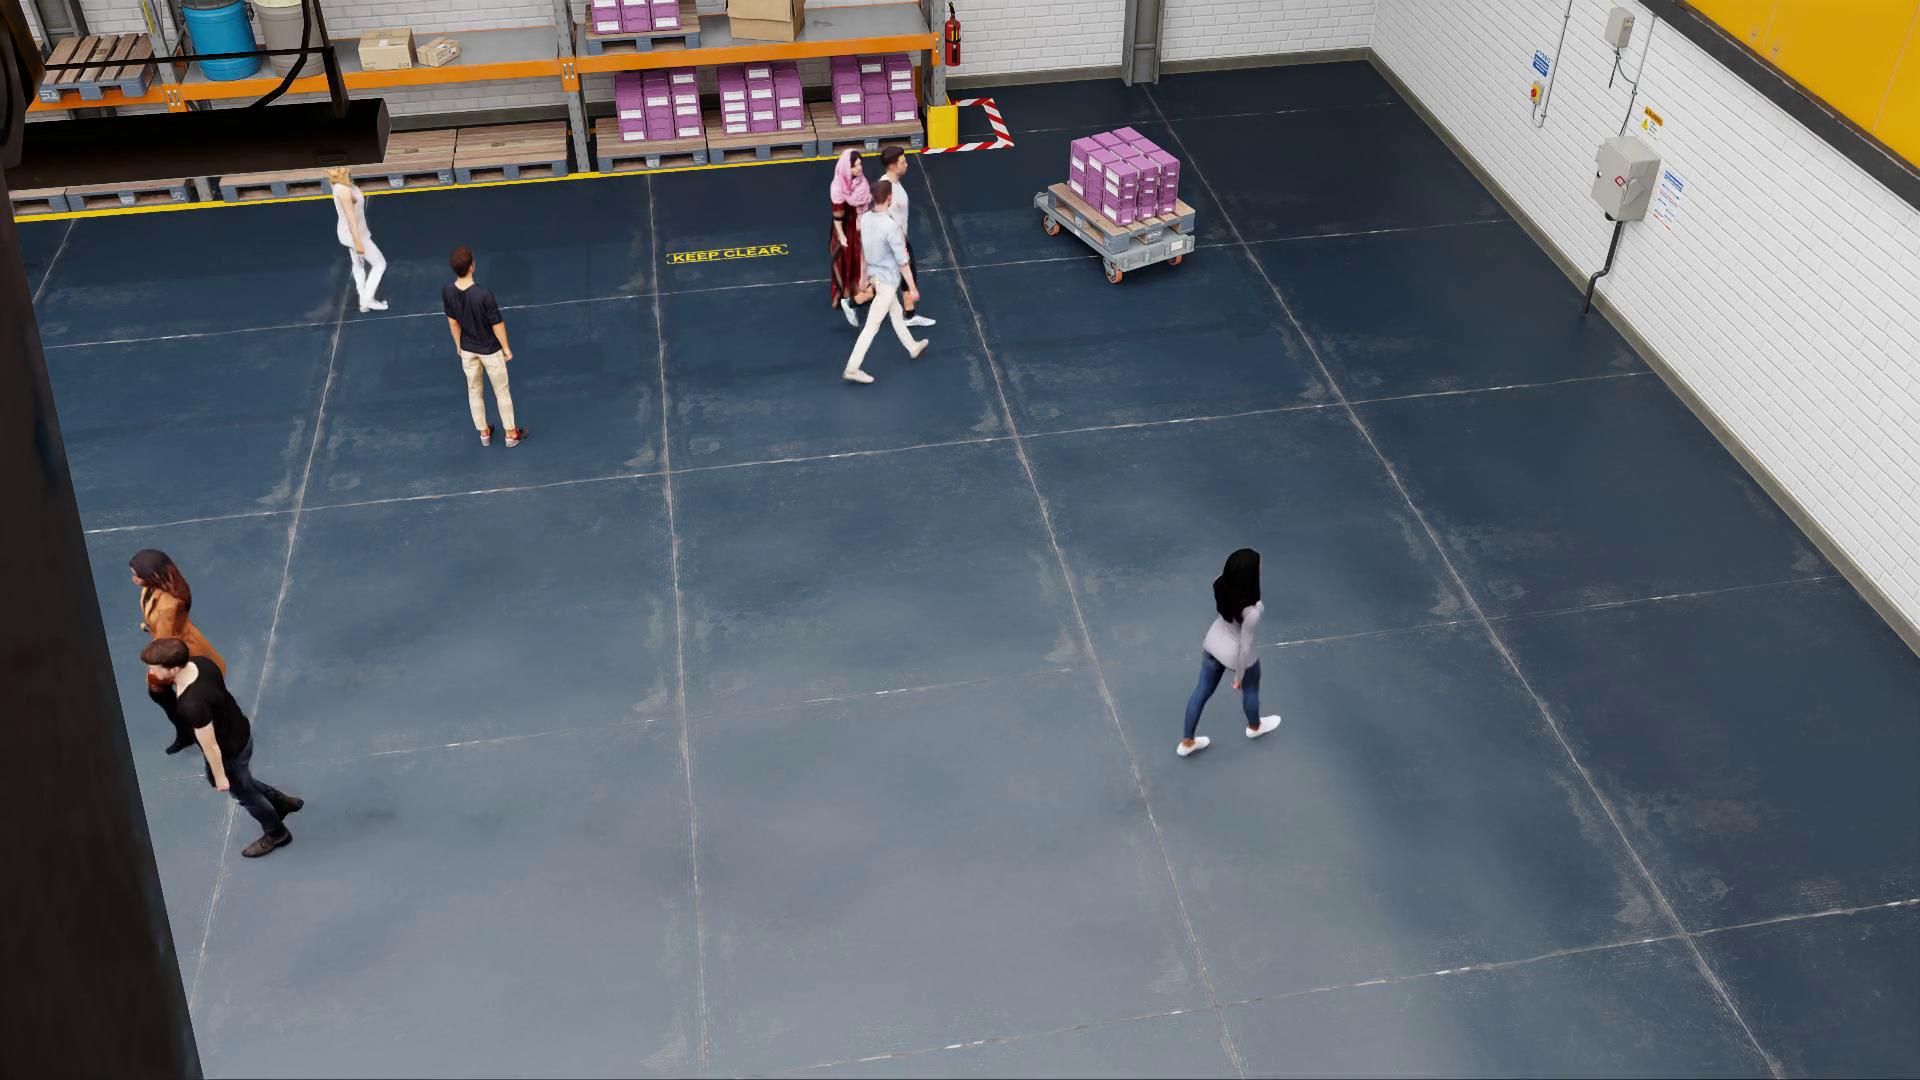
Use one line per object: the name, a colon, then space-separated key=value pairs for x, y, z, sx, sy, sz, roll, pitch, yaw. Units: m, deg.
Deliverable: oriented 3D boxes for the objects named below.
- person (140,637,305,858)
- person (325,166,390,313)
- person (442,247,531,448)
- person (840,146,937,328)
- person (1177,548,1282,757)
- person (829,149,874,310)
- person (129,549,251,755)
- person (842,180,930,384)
person: x=-4.443 y=1.237 z=10.265 sx=0.847 sy=1.870 sz=0.785 roll=-12 pitch=40 yaw=-15
person: x=-5.739 y=-2.859 z=15.560 sx=0.685 sy=1.662 sz=0.698 roll=-19 pitch=42 yaw=-22
person: x=-3.978 y=-1.593 z=13.816 sx=0.584 sy=1.860 sz=0.754 roll=6 pitch=39 yaw=8
person: x=-0.691 y=-2.721 z=15.256 sx=1.173 sy=1.826 sz=0.814 roll=1 pitch=39 yaw=2
person: x=1.684 y=0.792 z=10.955 sx=1.096 sy=1.703 sz=0.865 roll=-22 pitch=44 yaw=-25
person: x=-1.034 y=-2.934 z=15.675 sx=0.844 sy=1.637 sz=0.749 roll=29 pitch=47 yaw=31
person: x=-5.045 y=0.729 z=11.035 sx=0.935 sy=1.702 sz=0.864 roll=-28 pitch=46 yaw=-30
person: x=-0.753 y=-2.231 z=14.669 sx=1.345 sy=1.793 sz=1.087 roll=-20 pitch=43 yaw=-24
